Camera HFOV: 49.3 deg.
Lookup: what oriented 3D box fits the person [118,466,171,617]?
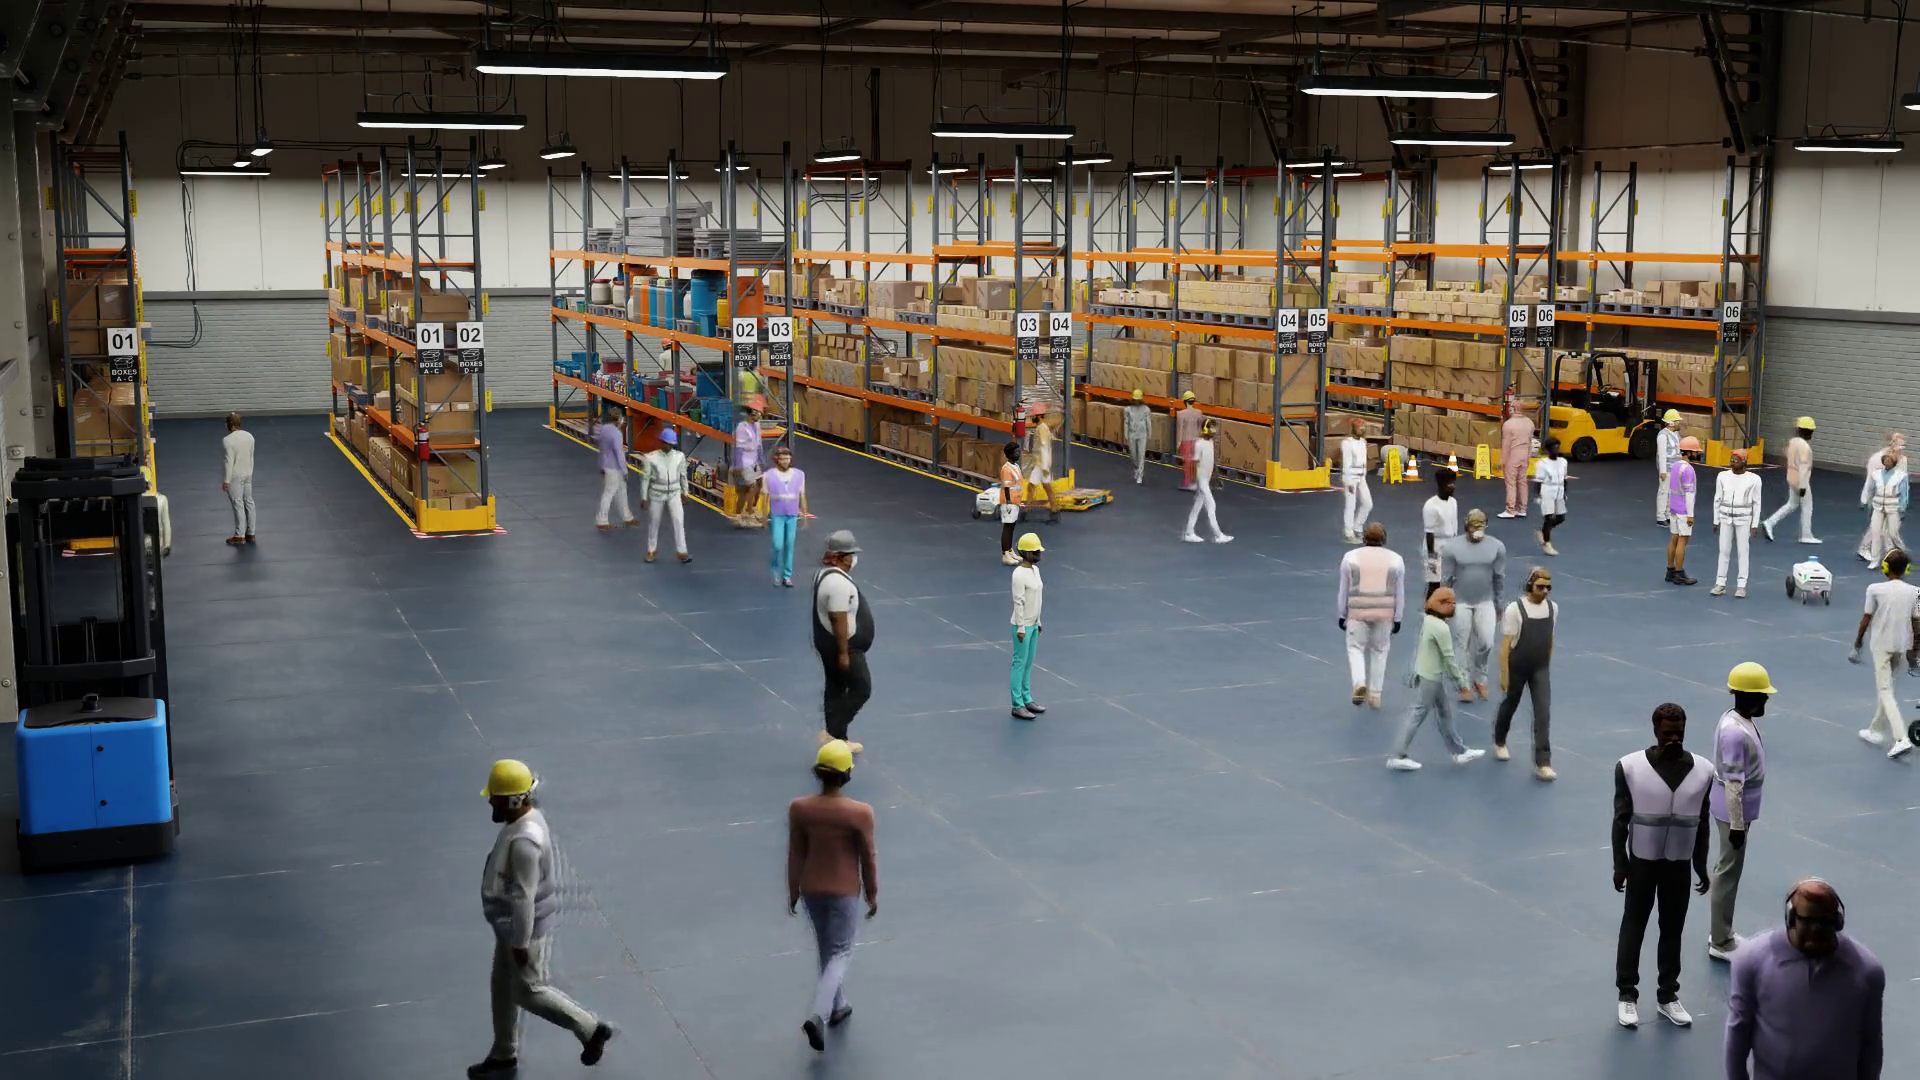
[{"bbox_3d":[-9.762,0.023,25.092,0.592,1.821,0.428,-1,9,-9],"label":"person"}]

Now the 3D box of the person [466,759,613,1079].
[{"bbox_3d":[-2.326,2.076,11.473,0.743,1.811,0.597,-2,9,-15],"label":"person"}]

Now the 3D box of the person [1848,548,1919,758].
[{"bbox_3d":[8.293,0.987,18.655,0.530,1.832,0.949,-1,9,-8],"label":"person"}]

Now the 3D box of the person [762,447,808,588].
[{"bbox_3d":[-2.256,-0.288,27.156,0.565,1.826,0.574,-3,9,-21],"label":"person"}]

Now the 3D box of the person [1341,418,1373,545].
[{"bbox_3d":[5.851,-0.862,30.821,0.588,1.871,0.462,-8,12,-42],"label":"person"}]

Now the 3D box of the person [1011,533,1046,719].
[{"bbox_3d":[0.655,0.808,20.034,0.311,1.769,0.522,3,9,21],"label":"person"}]

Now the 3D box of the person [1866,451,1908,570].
[{"bbox_3d":[12.685,-0.415,28.641,0.517,1.623,0.535,-8,12,-44],"label":"person"}]

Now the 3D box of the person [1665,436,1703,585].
[{"bbox_3d":[9.525,-0.398,27.502,0.374,1.935,0.552,-1,9,-3],"label":"person"}]

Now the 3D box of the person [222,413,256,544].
[{"bbox_3d":[-10.667,-0.915,30.946,0.370,1.940,0.627,3,9,19],"label":"person"}]

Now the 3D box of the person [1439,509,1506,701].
[{"bbox_3d":[5.037,0.644,20.601,0.648,1.922,0.467,1,9,5],"label":"person"}]

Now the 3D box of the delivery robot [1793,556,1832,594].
[{"bbox_3d":[10.695,0.448,26.280,0.477,0.478,0.707,2,9,11],"label":"delivery robot"}]

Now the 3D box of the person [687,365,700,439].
[{"bbox_3d":[-5.847,-3.047,46.222,0.523,1.620,0.376,-2,9,-16],"label":"person"}]

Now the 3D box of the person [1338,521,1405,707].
[{"bbox_3d":[3.988,0.738,20.294,0.642,1.831,0.567,1,9,7],"label":"person"}]

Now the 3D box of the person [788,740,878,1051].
[{"bbox_3d":[-0.757,2.025,12.033,0.532,1.739,0.795,3,9,18],"label":"person"}]

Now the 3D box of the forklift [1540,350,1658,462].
[{"bbox_3d":[12.897,-2.725,42.309,2.313,2.155,1.214,-3,9,-21],"label":"forklift"}]

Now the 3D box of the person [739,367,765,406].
[{"bbox_3d":[-4.526,-2.965,45.118,0.648,1.790,0.981,-2,9,-11],"label":"person"}]

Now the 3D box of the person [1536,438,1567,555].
[{"bbox_3d":[8.423,-0.639,29.950,0.542,1.679,0.477,-4,9,-24],"label":"person"}]

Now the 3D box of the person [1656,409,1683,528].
[{"bbox_3d":[11.074,-1.122,32.664,0.404,1.835,0.600,7,11,37],"label":"person"}]

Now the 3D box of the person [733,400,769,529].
[{"bbox_3d":[-3.190,-1.164,32.463,0.796,1.985,0.635,2,9,16],"label":"person"}]

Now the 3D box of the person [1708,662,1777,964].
[{"bbox_3d":[4.980,1.725,13.384,0.366,1.927,0.585,3,9,22],"label":"person"}]

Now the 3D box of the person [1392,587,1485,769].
[{"bbox_3d":[4.130,1.192,18.063,0.842,1.579,0.499,0,9,1],"label":"person"}]

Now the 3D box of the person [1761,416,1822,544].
[{"bbox_3d":[12.327,-0.890,30.923,0.807,1.902,0.595,0,9,1],"label":"person"}]

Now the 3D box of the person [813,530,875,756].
[{"bbox_3d":[-1.022,0.928,18.461,0.536,2.000,0.703,-2,9,-14],"label":"person"}]

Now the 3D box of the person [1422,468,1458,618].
[{"bbox_3d":[5.491,0.140,23.865,0.603,1.953,0.410,-8,11,-42],"label":"person"}]

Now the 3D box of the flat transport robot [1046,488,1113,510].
[{"bbox_3d":[2.021,-0.700,35.189,0.652,0.197,1.431,4,9,25],"label":"flat transport robot"}]

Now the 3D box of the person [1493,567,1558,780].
[{"bbox_3d":[4.877,1.095,18.069,0.535,1.793,1.005,-2,9,-12],"label":"person"}]

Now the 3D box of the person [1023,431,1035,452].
[{"bbox_3d":[1.483,-2.439,42.116,0.498,1.634,0.279,-4,9,-25],"label":"person"}]

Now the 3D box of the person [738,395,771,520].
[{"bbox_3d":[-3.284,-1.302,33.325,0.587,2.010,0.604,-1,9,-6],"label":"person"}]

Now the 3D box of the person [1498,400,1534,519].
[{"bbox_3d":[8.900,-1.300,33.625,0.650,1.906,0.403,-6,10,-33],"label":"person"}]

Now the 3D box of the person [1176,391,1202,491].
[{"bbox_3d":[4.059,-1.760,37.153,0.526,1.768,0.331,-5,10,-29],"label":"person"}]

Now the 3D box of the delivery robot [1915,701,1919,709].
[{"bbox_3d":[8.994,1.437,18.827,0.698,0.223,0.335,6,11,37],"label":"delivery robot"}]

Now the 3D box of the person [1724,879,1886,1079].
[{"bbox_3d":[3.696,2.374,9.204,0.645,1.889,0.579,2,9,14],"label":"person"}]

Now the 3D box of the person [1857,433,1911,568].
[{"bbox_3d":[12.835,-0.568,29.014,0.667,1.846,1.012,-4,10,-26],"label":"person"}]

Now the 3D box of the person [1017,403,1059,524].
[{"bbox_3d":[1.143,-1.196,32.921,0.906,1.902,0.577,1,9,4],"label":"person"}]

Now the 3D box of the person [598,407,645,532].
[{"bbox_3d":[-5.205,-1.094,32.228,0.906,1.906,0.660,-4,10,-26],"label":"person"}]

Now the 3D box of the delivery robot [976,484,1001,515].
[{"bbox_3d":[0.545,-0.663,33.691,0.477,0.478,0.707,4,9,26],"label":"delivery robot"}]

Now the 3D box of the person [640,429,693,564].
[{"bbox_3d":[-4.082,-0.606,29.057,0.703,1.871,1.003,-4,9,-23],"label":"person"}]

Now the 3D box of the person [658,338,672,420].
[{"bbox_3d":[-7.085,-3.920,50.849,0.413,1.987,0.622,7,11,41],"label":"person"}]

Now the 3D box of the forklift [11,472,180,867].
[{"bbox_3d":[-6.630,0.886,15.957,1.129,2.768,1.873,-3,9,-21],"label":"forklift"}]

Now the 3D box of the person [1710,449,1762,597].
[{"bbox_3d":[9.822,-0.224,26.517,0.572,1.885,0.358,7,11,38],"label":"person"}]

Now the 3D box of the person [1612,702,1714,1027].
[{"bbox_3d":[4.120,1.890,12.316,0.590,1.918,0.392,-1,9,-3],"label":"person"}]

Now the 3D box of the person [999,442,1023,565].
[{"bbox_3d":[0.718,-0.518,29.105,0.318,1.697,0.536,2,9,15],"label":"person"}]

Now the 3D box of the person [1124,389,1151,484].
[{"bbox_3d":[3.271,-1.918,38.419,0.500,1.718,0.586,2,9,16],"label":"person"}]

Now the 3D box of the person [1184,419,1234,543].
[{"bbox_3d":[3.727,-0.865,30.970,0.907,1.829,0.499,4,9,26],"label":"person"}]

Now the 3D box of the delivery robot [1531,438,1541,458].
[{"bbox_3d":[11.312,-1.840,41.514,0.477,0.478,0.707,-1,9,-10],"label":"delivery robot"}]
